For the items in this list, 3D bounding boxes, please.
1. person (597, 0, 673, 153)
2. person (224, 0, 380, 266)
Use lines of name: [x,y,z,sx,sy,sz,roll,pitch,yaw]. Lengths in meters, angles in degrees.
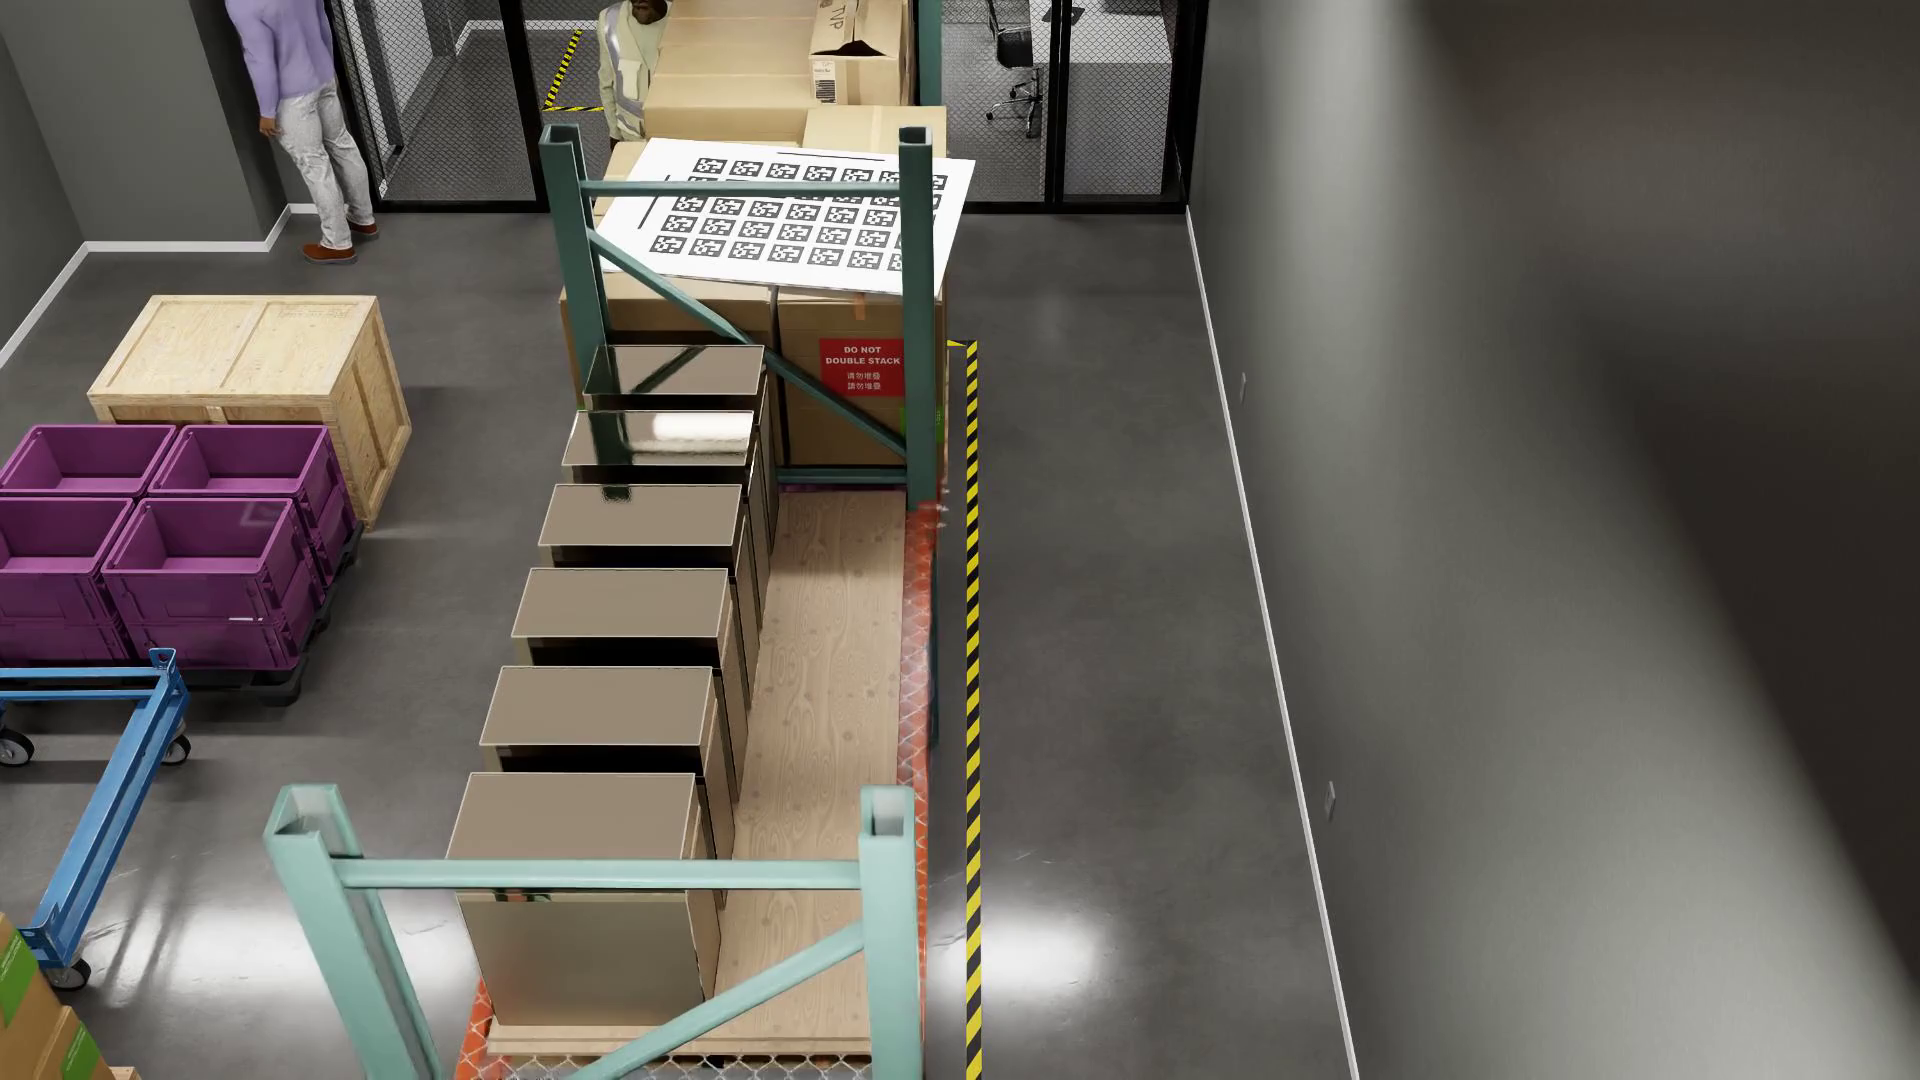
person: [-1.492,-2.072,8.332,0.586,1.835,0.404,1,41,1]
person: [-3.406,-2.326,8.550,0.374,1.932,0.628,12,43,13]
